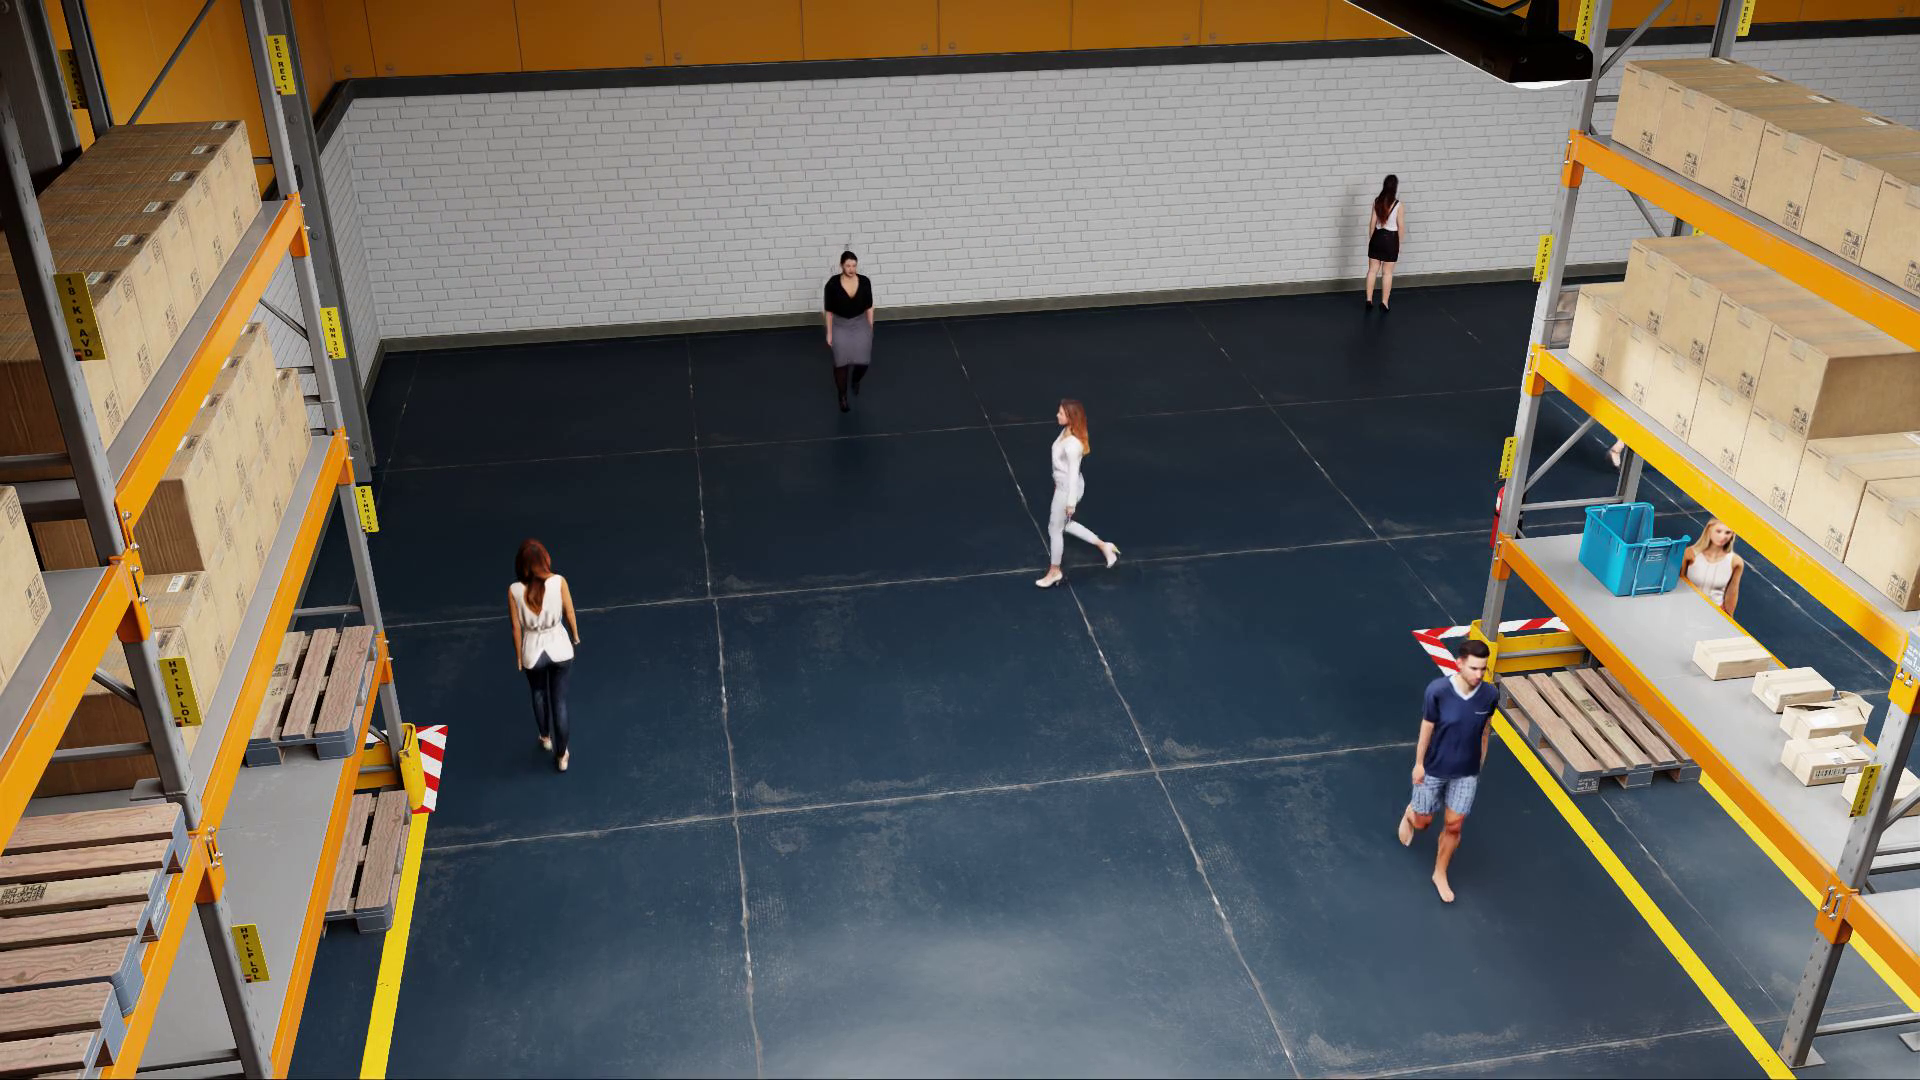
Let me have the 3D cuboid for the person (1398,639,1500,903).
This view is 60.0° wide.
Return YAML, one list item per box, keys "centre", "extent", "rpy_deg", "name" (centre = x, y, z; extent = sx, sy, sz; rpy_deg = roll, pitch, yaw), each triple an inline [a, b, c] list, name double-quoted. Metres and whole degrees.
- centre: [3.064, 1.380, 10.527]
  extent: [0.730, 1.829, 0.969]
  rpy_deg: [0, 29, 0]
  name: "person"

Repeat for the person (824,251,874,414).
- centre: [-1.162, -2.174, 17.134]
  extent: [0.668, 1.741, 0.749]
  rpy_deg: [-5, 29, -9]
  name: "person"

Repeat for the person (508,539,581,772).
- centre: [-2.863, 0.848, 11.566]
  extent: [0.607, 1.767, 0.707]
  rpy_deg: [-6, 29, -11]
  name: "person"

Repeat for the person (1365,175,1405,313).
- centre: [5.014, -3.503, 19.666]
  extent: [0.641, 1.649, 0.686]
  rpy_deg: [15, 32, 26]
  name: "person"

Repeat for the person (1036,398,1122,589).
- centre: [0.976, -0.372, 13.820]
  extent: [0.761, 1.751, 0.931]
  rpy_deg: [0, 29, 0]
  name: "person"

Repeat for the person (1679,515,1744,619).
- centre: [5.304, 0.586, 12.013]
  extent: [0.720, 1.799, 0.739]
  rpy_deg: [8, 30, 15]
  name: "person"
